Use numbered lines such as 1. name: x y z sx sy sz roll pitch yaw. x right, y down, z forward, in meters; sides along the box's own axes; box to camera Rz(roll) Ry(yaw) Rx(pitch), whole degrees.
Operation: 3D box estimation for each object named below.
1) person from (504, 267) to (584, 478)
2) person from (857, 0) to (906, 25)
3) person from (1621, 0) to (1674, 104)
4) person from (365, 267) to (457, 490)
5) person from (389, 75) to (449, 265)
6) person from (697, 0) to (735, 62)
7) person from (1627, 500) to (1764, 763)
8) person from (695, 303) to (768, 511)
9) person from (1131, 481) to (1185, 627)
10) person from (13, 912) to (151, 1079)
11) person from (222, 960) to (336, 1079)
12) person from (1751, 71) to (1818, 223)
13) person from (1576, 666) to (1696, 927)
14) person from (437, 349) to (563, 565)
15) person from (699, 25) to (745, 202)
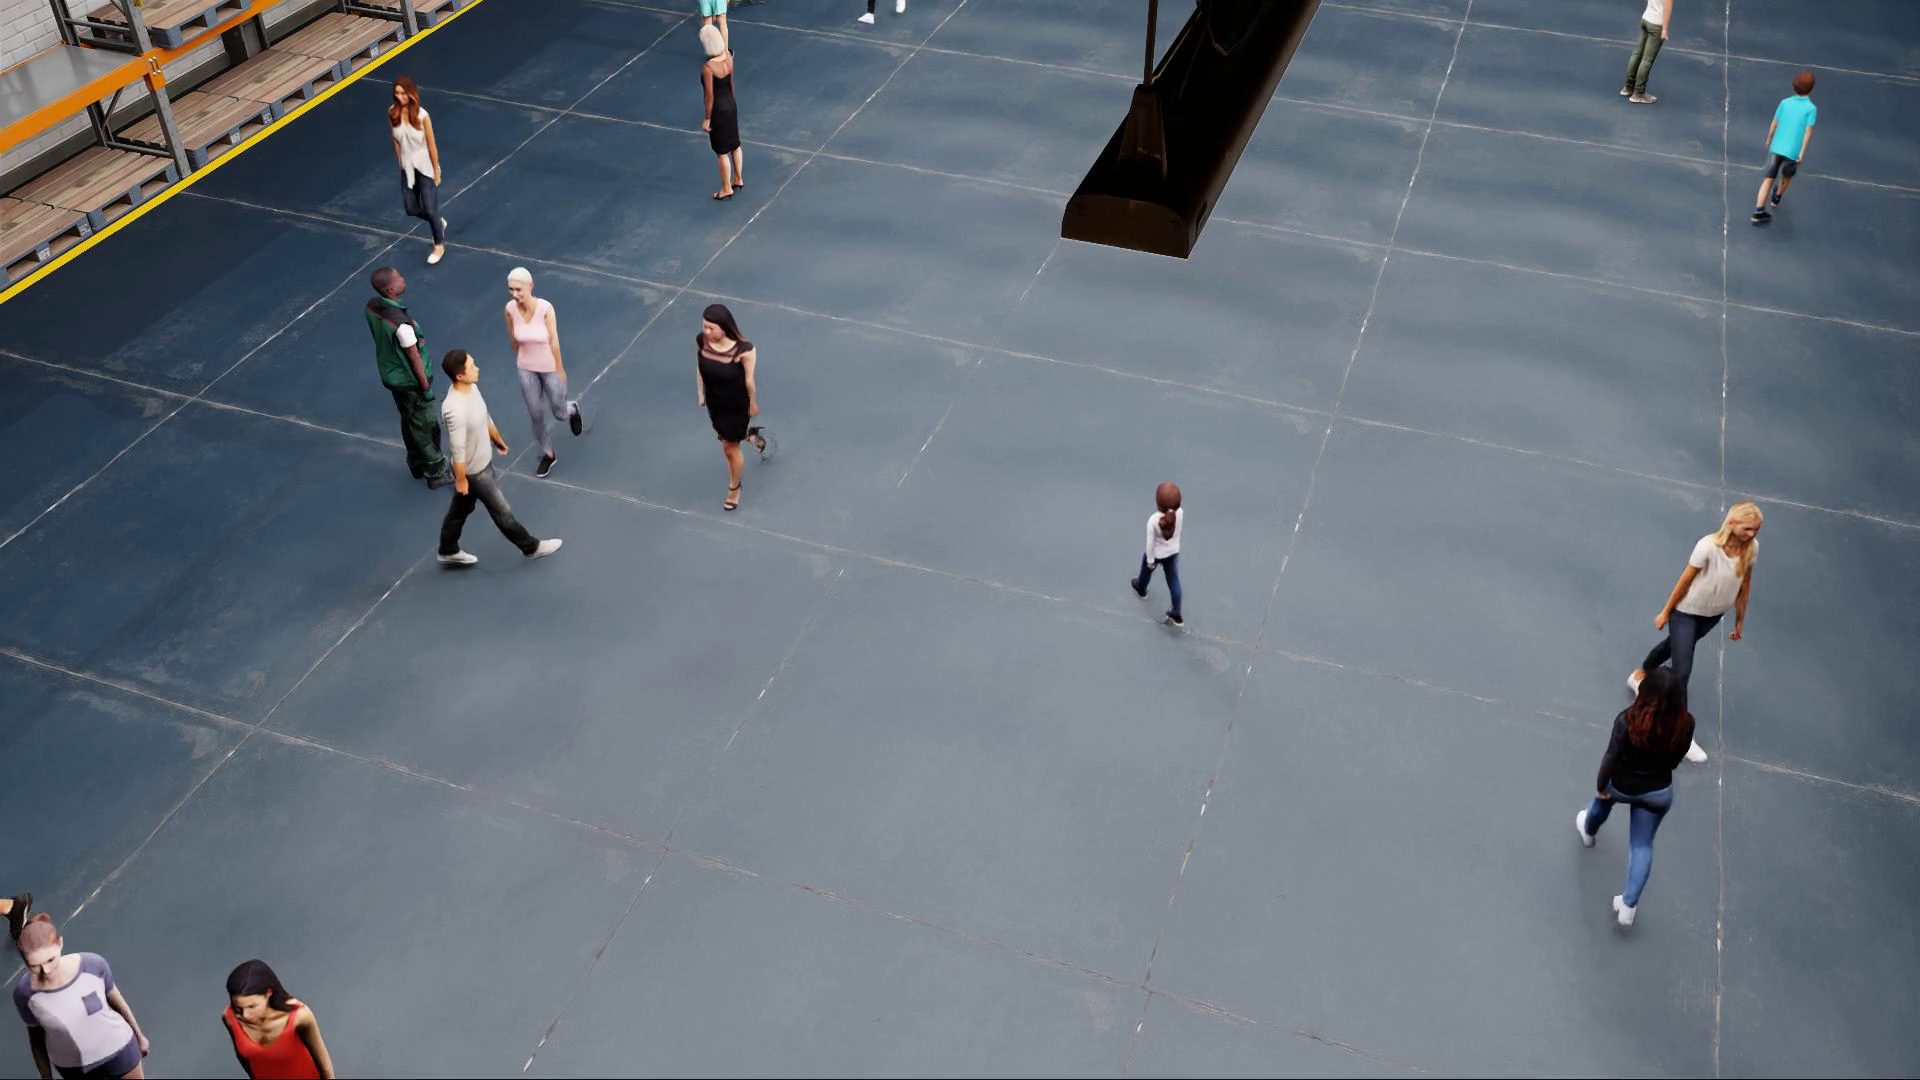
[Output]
1. person: -3.157 -1.334 12.637 0.680 1.710 0.941 4 39 5
2. person: -0.867 -7.063 19.819 0.762 1.699 1.221 16 41 19
3. person: 7.515 -5.582 18.000 0.719 1.654 0.614 -5 39 -6
4. person: -4.109 -1.208 12.376 0.773 1.840 0.758 31 48 33
5. person: -4.893 -3.417 15.193 0.600 1.775 0.683 11 40 14
6. person: -2.814 -6.211 18.865 0.609 1.558 0.624 2 39 3
7. person: 4.548 0.412 10.405 1.033 1.768 1.188 -9 39 -11
8. person: -1.667 -1.043 12.284 0.708 1.696 0.975 18 42 21
9. person: 1.421 0.096 11.345 0.756 1.087 0.833 -15 41 -18
10. person: -4.118 2.397 7.929 0.804 1.755 0.863 -14 41 -17
11. person: -3.117 2.496 7.865 0.906 1.680 1.161 -2 39 -3
12. person: 7.860 -3.700 15.838 0.974 1.412 0.734 -31 48 -33
13. person: 3.796 1.434 9.267 0.790 1.590 1.162 5 39 6
14. person: -3.486 -0.520 11.565 1.091 1.776 1.183 -5 39 -6
15. person: -2.308 -4.139 16.123 0.688 1.744 0.502 20 43 23
